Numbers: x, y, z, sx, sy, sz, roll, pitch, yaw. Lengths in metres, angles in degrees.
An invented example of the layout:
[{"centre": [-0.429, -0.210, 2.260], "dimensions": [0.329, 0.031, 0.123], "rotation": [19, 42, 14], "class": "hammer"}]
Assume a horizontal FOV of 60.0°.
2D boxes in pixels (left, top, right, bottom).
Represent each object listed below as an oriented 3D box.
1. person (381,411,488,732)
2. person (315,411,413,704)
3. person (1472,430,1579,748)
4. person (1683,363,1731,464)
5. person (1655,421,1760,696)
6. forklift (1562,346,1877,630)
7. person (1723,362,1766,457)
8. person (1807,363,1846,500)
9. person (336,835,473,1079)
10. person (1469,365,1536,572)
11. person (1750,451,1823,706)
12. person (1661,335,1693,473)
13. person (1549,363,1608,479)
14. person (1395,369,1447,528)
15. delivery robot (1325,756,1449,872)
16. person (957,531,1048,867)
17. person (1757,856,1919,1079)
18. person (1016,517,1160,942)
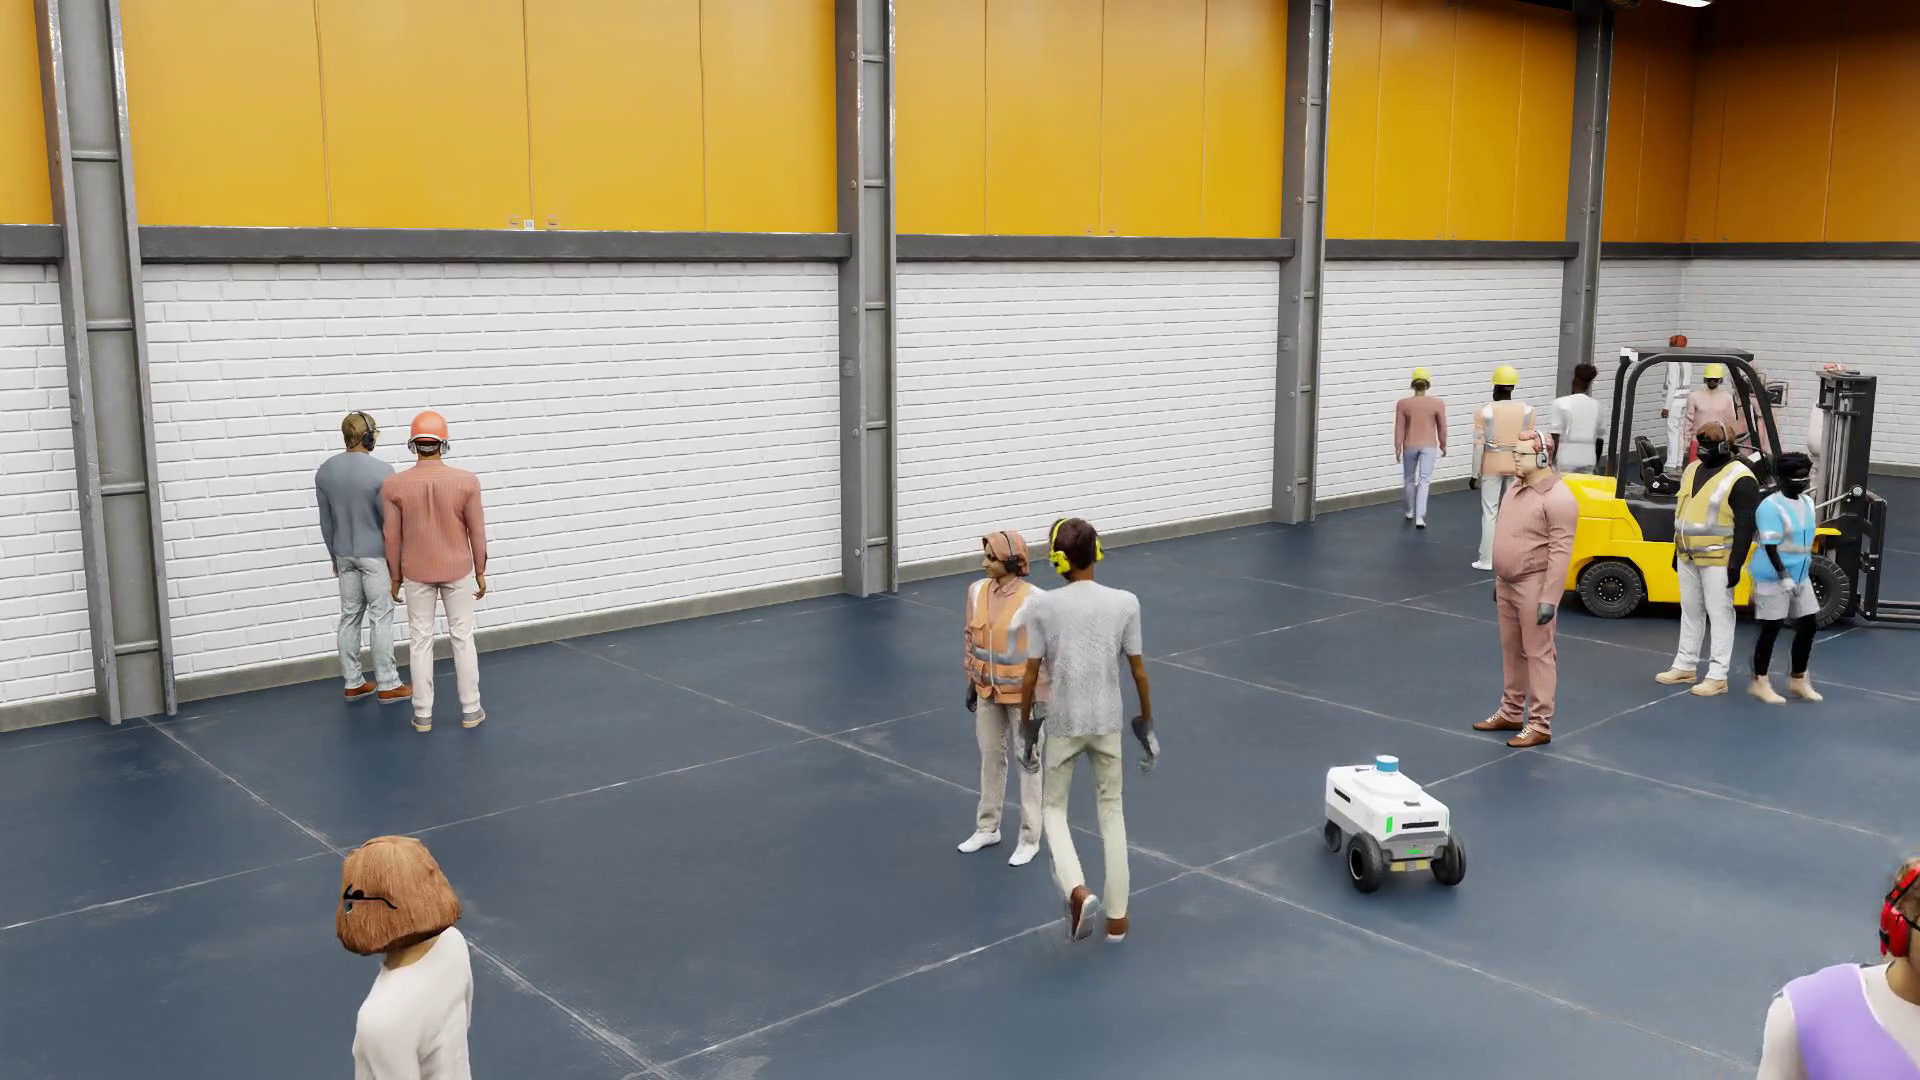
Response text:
[{"centre": [-3.243, 0.196, 10.323], "dimensions": [0.609, 1.995, 0.375], "rotation": [-3, 10, -16], "class": "person"}, {"centre": [-3.911, 0.118, 10.951], "dimensions": [0.631, 1.940, 0.372], "rotation": [3, 10, 19], "class": "person"}, {"centre": [3.413, 0.288, 10.048], "dimensions": [0.410, 1.909, 0.643], "rotation": [-2, 10, -13], "class": "person"}, {"centre": [8.342, -1.092, 18.540], "dimensions": [0.533, 1.765, 0.330], "rotation": [4, 11, 23], "class": "person"}, {"centre": [5.036, 0.120, 11.219], "dimensions": [0.430, 1.845, 0.619], "rotation": [-3, 10, -16], "class": "person"}, {"centre": [6.109, -0.478, 13.691], "dimensions": [2.313, 2.155, 1.214], "rotation": [3, 10, 16], "class": "forklift"}, {"centre": [8.334, -0.957, 17.502], "dimensions": [0.795, 1.865, 0.657], "rotation": [0, 10, -3], "class": "person"}, {"centre": [8.496, -0.780, 16.299], "dimensions": [0.404, 1.906, 0.651], "rotation": [-1, 10, -4], "class": "person"}, {"centre": [-1.259, 1.477, 3.880], "dimensions": [0.266, 1.631, 0.507], "rotation": [0, 10, 2], "class": "person"}, {"centre": [5.056, -0.662, 15.536], "dimensions": [0.594, 1.930, 0.353], "rotation": [-1, 10, -3], "class": "person"}, {"centre": [5.422, 0.261, 10.864], "dimensions": [0.554, 1.681, 0.437], "rotation": [-5, 11, -26], "class": "person"}, {"centre": [9.678, -1.831, 22.526], "dimensions": [0.355, 1.883, 0.576], "rotation": [9, 13, 42], "class": "person"}, {"centre": [5.926, -0.741, 16.020], "dimensions": [0.637, 1.923, 0.457], "rotation": [-2, 10, -9], "class": "person"}, {"centre": [5.042, -1.014, 18.236], "dimensions": [0.538, 1.718, 0.925], "rotation": [4, 10, 21], "class": "person"}, {"centre": [2.032, 1.275, 7.945], "dimensions": [0.477, 0.478, 0.707], "rotation": [-2, 10, -12], "class": "delivery robot"}, {"centre": [0.232, 0.759, 8.080], "dimensions": [0.514, 1.636, 0.315], "rotation": [8, 13, 40], "class": "person"}, {"centre": [1.911, 1.493, 3.336], "dimensions": [0.587, 1.783, 0.970], "rotation": [0, 10, 0], "class": "person"}, {"centre": [0.553, 0.832, 7.072], "dimensions": [0.632, 1.842, 0.549], "rotation": [0, 10, -3], "class": "person"}]
